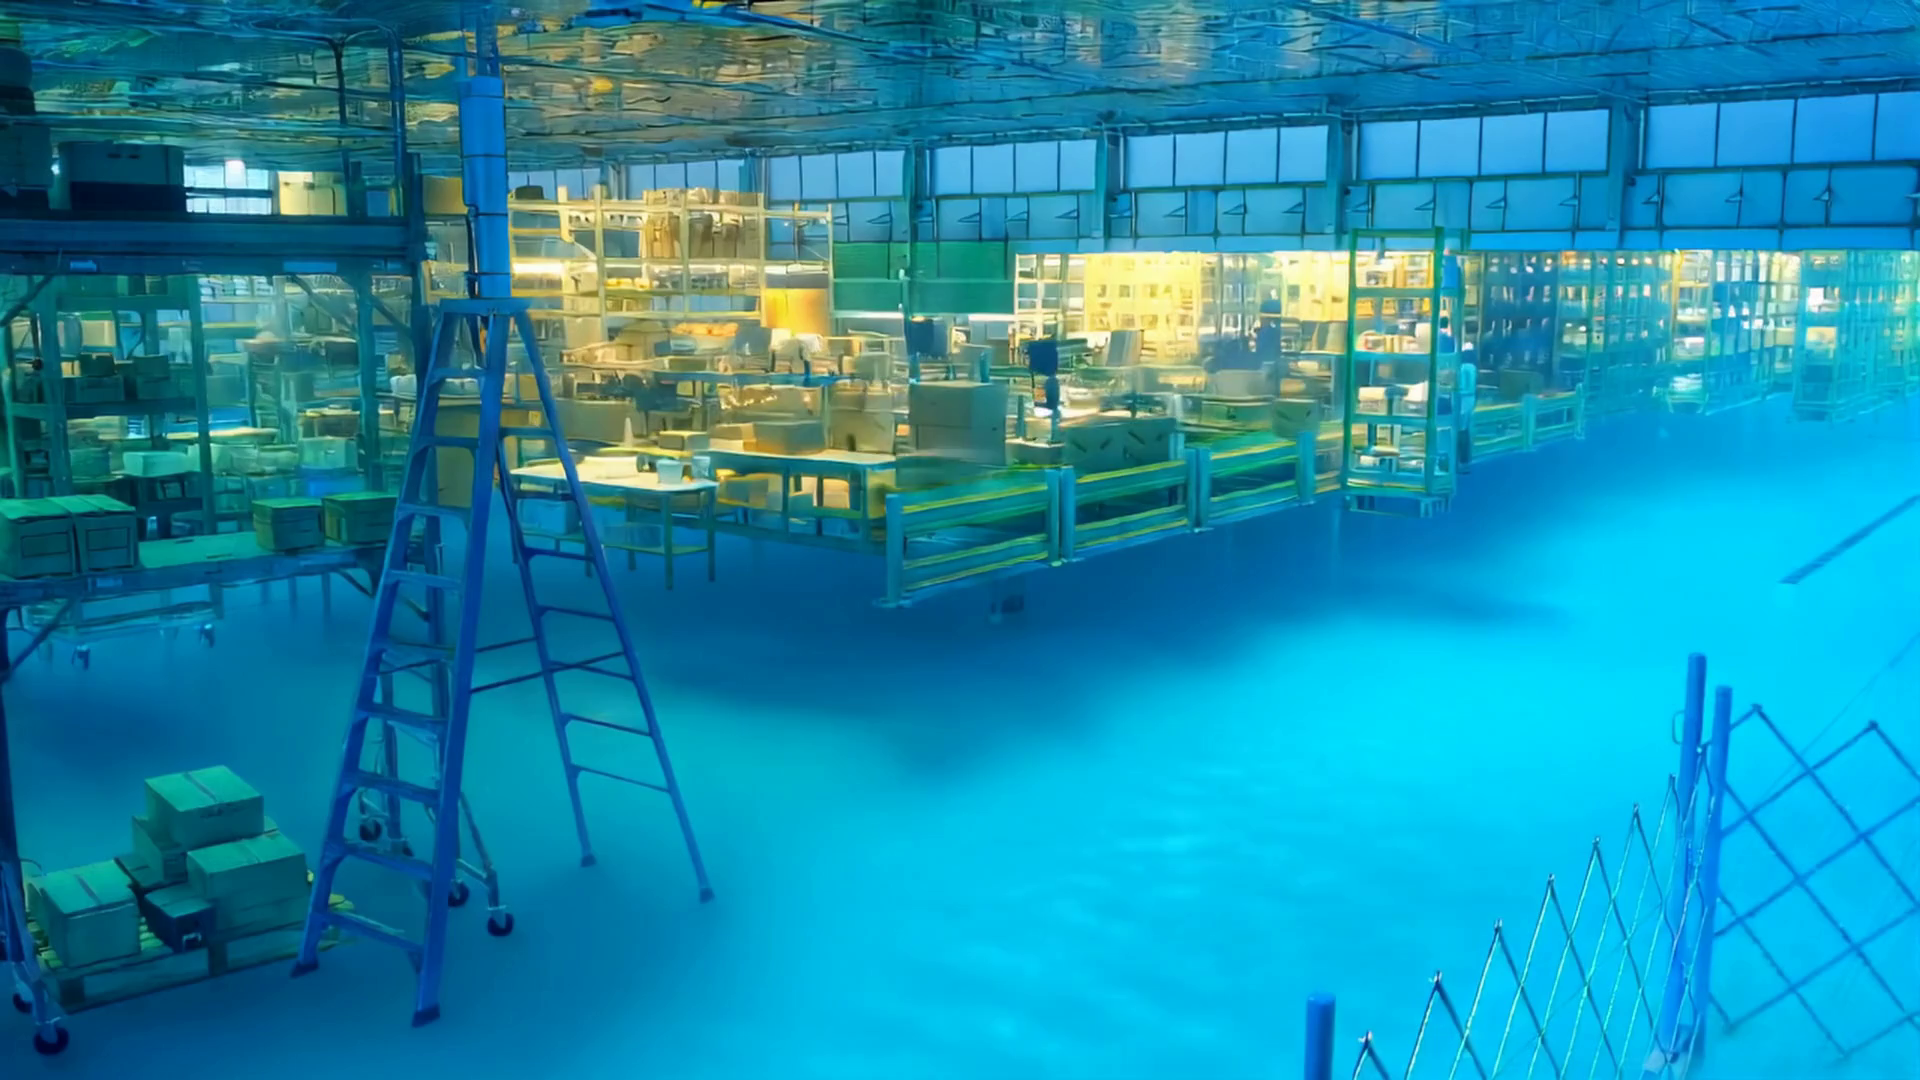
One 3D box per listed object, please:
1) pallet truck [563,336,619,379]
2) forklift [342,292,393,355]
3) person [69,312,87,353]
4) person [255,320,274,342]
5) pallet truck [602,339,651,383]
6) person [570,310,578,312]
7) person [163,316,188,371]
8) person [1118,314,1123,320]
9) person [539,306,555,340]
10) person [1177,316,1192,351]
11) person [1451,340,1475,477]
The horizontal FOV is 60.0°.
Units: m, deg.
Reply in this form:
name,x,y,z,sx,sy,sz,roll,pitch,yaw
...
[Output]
name,x,y,z,sx,sy,sz,roll,pitch,yaw
pallet truck,-10.690,-5.294,48.215,1.601,1.201,0.680,-5,10,-26
forklift,-16.485,-5.622,45.120,1.129,2.768,1.873,7,11,37
person,-28.929,-6.620,54.644,0.620,1.815,0.610,8,12,41
person,-18.496,-4.970,44.394,0.586,1.811,0.686,4,10,24
pallet truck,-8.991,-4.871,45.351,0.653,1.274,1.630,7,11,37
person,-16.298,-9.265,70.747,0.933,1.959,0.622,-7,12,-39
person,-21.208,-5.101,44.997,0.561,1.889,1.011,6,11,33
person,5.117,-6.348,52.998,0.695,1.814,0.600,5,10,28
person,-15.468,-7.853,62.284,0.626,1.842,0.429,0,9,3
person,6.980,-6.072,50.991,0.686,1.933,0.411,2,9,14
person,7.487,-1.970,24.935,0.391,2.040,0.614,6,11,31
